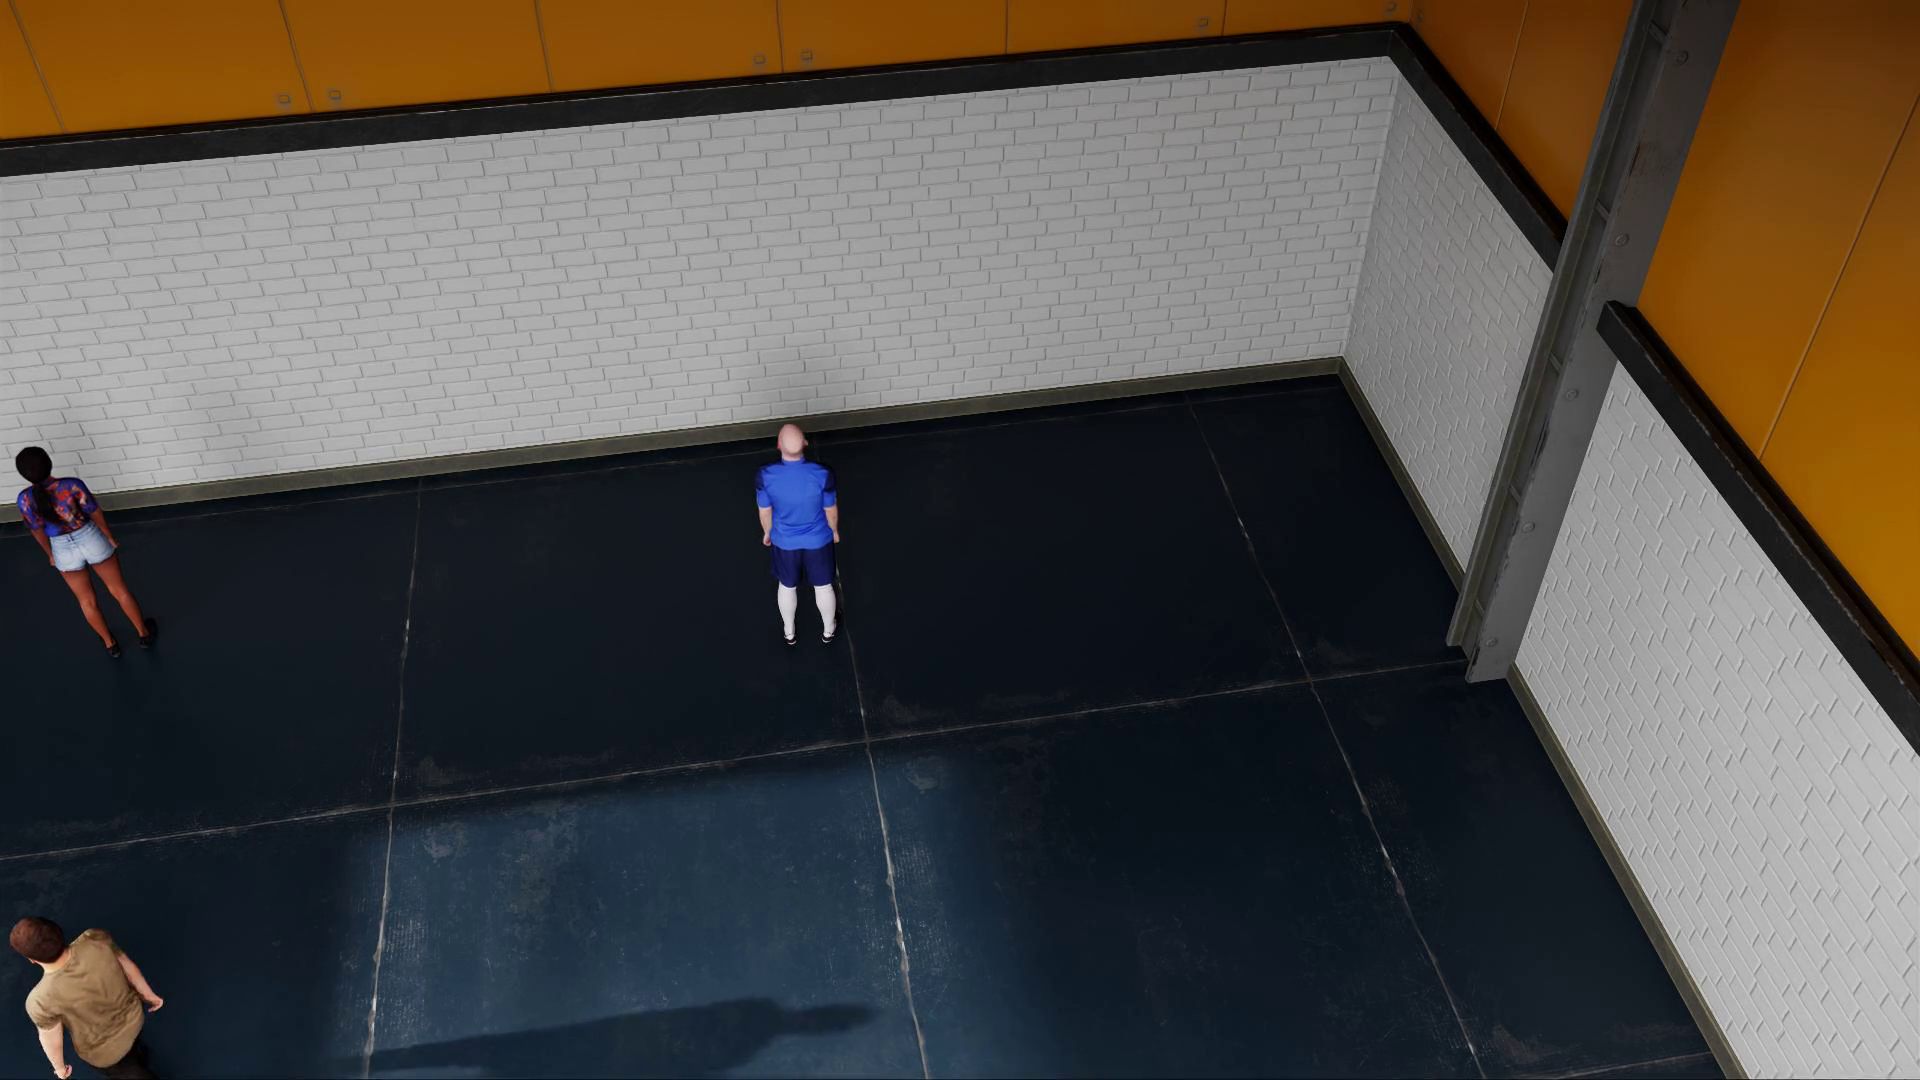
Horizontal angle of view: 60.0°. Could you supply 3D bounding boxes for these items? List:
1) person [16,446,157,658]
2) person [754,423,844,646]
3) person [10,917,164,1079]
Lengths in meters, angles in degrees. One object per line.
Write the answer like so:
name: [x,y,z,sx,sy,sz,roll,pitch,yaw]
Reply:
person: [-5.715,0.069,10.812,0.645,1.745,0.605,-18,47,-18]
person: [-1.040,-0.030,10.846,0.704,1.842,0.616,-1,44,-1]
person: [-4.126,2.463,8.242,1.045,1.825,1.103,13,45,13]
